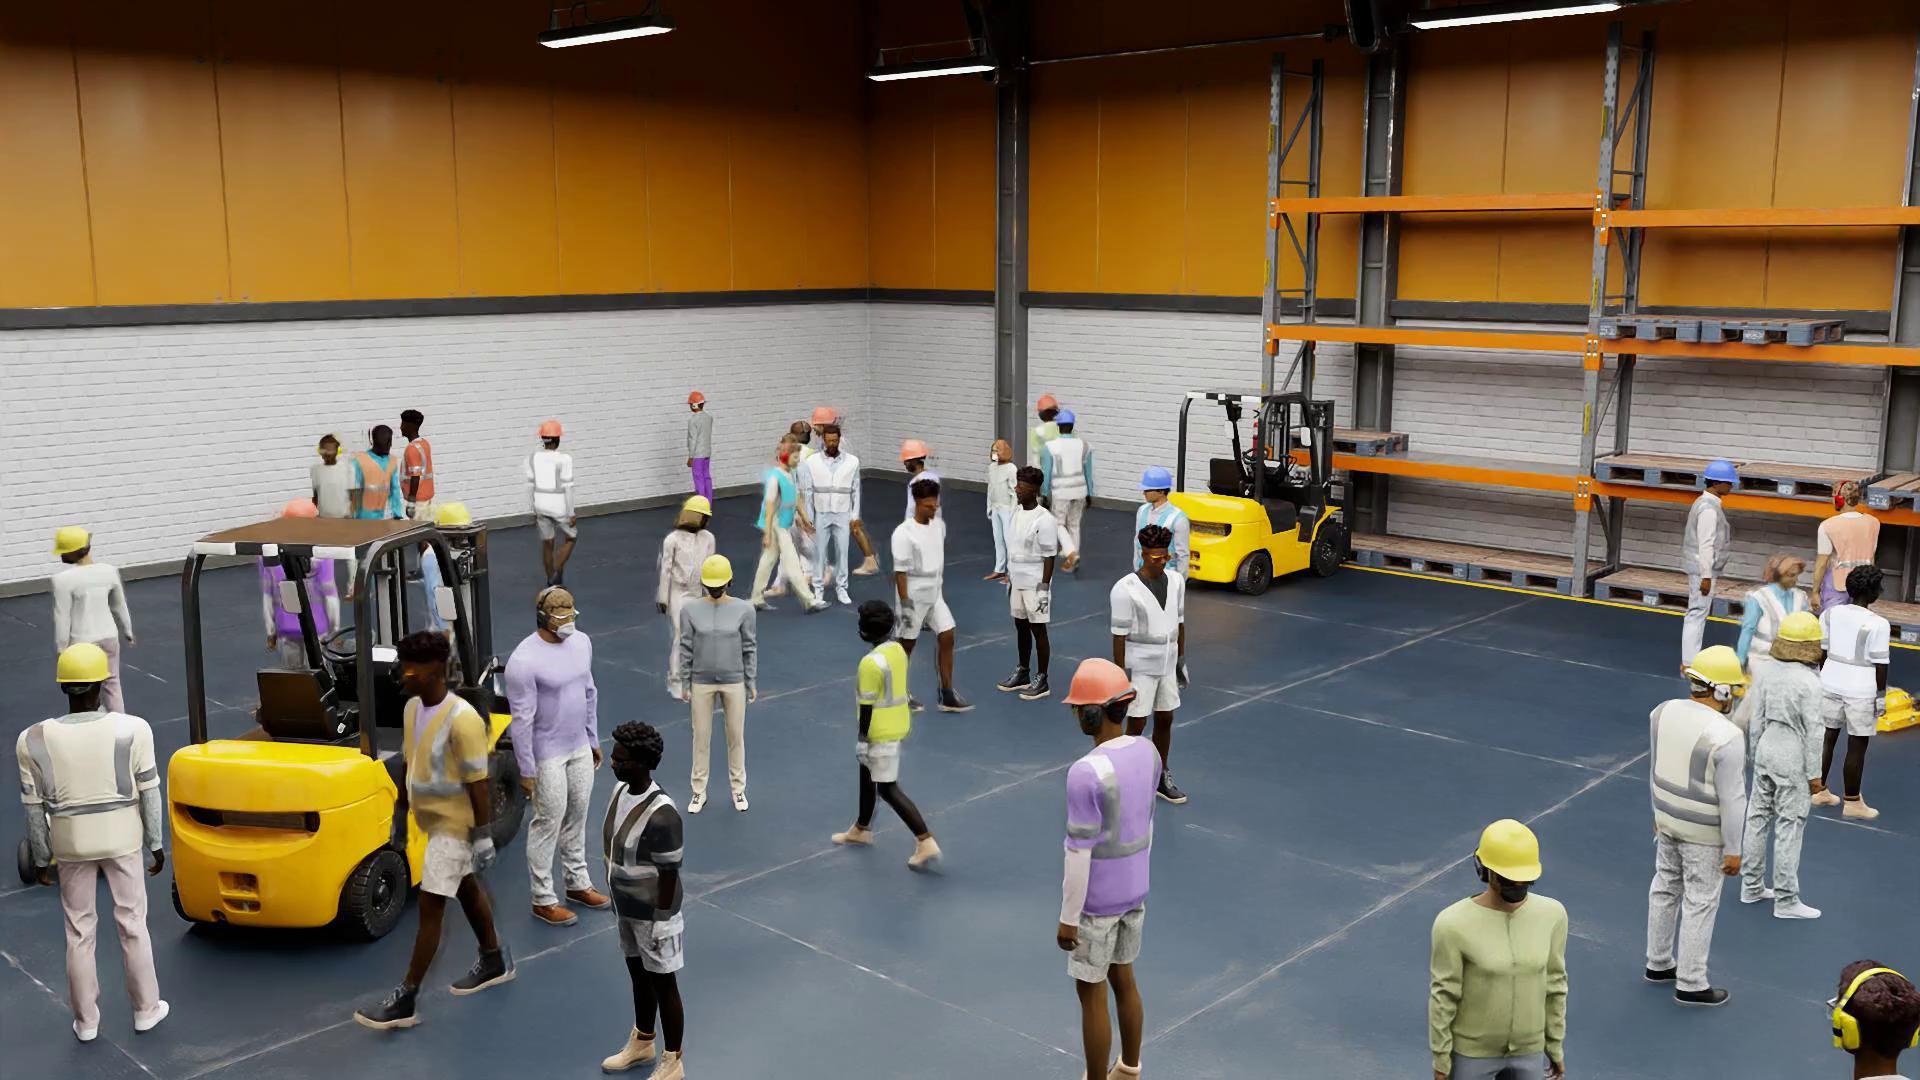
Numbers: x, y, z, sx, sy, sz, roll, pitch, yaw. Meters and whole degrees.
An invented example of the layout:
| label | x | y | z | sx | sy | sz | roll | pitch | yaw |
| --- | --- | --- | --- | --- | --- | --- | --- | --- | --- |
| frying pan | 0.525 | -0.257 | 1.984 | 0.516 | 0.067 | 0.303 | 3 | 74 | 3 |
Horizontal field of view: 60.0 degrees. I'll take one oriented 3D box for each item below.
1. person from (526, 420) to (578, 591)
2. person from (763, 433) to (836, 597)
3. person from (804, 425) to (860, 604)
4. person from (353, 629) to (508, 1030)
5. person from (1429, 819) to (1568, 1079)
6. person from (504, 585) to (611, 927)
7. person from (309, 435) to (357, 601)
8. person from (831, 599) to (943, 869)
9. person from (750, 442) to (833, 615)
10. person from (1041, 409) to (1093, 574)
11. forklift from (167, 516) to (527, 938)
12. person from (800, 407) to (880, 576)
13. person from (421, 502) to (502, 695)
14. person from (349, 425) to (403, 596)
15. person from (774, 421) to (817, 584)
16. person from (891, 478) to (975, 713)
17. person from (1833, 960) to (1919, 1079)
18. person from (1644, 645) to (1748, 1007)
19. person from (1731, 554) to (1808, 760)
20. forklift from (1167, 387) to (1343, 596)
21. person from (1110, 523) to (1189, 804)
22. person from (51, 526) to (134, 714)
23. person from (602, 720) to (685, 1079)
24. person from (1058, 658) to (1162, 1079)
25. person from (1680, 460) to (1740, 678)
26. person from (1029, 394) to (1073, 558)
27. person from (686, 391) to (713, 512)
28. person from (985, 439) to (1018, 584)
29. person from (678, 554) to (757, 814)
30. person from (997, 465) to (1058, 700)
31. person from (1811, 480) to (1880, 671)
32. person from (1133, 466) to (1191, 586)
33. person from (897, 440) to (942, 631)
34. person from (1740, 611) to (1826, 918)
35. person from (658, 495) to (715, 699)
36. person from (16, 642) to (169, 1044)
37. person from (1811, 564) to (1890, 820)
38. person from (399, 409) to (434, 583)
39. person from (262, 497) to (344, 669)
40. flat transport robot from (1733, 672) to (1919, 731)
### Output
| label | x | y | z | sx | sy | sz | roll | pitch | yaw |
| --- | --- | --- | --- | --- | --- | --- | --- | --- | --- |
| person | -4.393 | -0.341 | 18.014 | 0.572 | 1.923 | 0.402 | 3 | 10 | 16 |
| person | -1.739 | -0.288 | 18.112 | 0.871 | 1.800 | 0.538 | -5 | 11 | -28 |
| person | -1.350 | -0.270 | 17.631 | 0.590 | 1.920 | 0.398 | -1 | 10 | -8 |
| person | -2.635 | 1.393 | 8.141 | 0.949 | 1.921 | 0.636 | -9 | 13 | -41 |
| person | 1.951 | 1.850 | 6.027 | 0.515 | 1.760 | 0.331 | -2 | 10 | -10 |
| person | -2.248 | 1.193 | 9.290 | 0.384 | 1.928 | 0.634 | 5 | 11 | 26 |
| person | -6.606 | -0.193 | 17.521 | 0.500 | 1.826 | 0.944 | 0 | 10 | -2 |
| person | -0.443 | 1.169 | 10.207 | 0.822 | 1.664 | 0.548 | 3 | 11 | 19 |
| person | -1.755 | -0.114 | 17.098 | 0.968 | 1.782 | 0.604 | 1 | 10 | 7 |
| person | 1.272 | -0.533 | 19.111 | 0.630 | 1.924 | 0.662 | -4 | 11 | -23 |
| forklift | -3.583 | 0.976 | 9.748 | 1.214 | 2.155 | 2.313 | 2 | 10 | 11 |
| person | -1.440 | -0.538 | 19.008 | 1.119 | 1.981 | 0.620 | -3 | 10 | -14 |
| person | -3.987 | 0.581 | 13.177 | 0.949 | 1.780 | 0.618 | 4 | 11 | 23 |
| person | -6.265 | -0.297 | 17.923 | 0.851 | 1.866 | 0.628 | 3 | 11 | 19 |
| person | -1.792 | -0.426 | 18.735 | 0.634 | 1.841 | 0.429 | 8 | 13 | 40 |
| person | -0.221 | 0.469 | 13.365 | 0.838 | 1.930 | 0.650 | 8 | 13 | 39 |
| person | 2.437 | 2.062 | 4.551 | 0.510 | 1.854 | 0.324 | -2 | 10 | -11 |
| person | 3.678 | 1.420 | 8.298 | 0.403 | 1.821 | 0.600 | -3 | 10 | -16 |
| person | 5.863 | 0.880 | 12.003 | 0.519 | 1.587 | 0.861 | -5 | 11 | -25 |
| forklift | 3.298 | -0.608 | 18.767 | 1.214 | 2.155 | 2.313 | 9 | 13 | 42 |
| person | 1.282 | 0.846 | 11.196 | 0.615 | 1.951 | 0.388 | -7 | 12 | -34 |
| person | -6.399 | 0.748 | 12.352 | 0.381 | 1.749 | 0.655 | 5 | 11 | 25 |
| person | -1.417 | 1.631 | 7.436 | 0.319 | 1.697 | 0.533 | -7 | 12 | -36 |
| person | 0.609 | 1.509 | 7.187 | 0.411 | 2.033 | 0.613 | 7 | 12 | 36 |
| person | 6.546 | 0.258 | 14.566 | 0.412 | 1.941 | 0.609 | 4 | 11 | 22 |
| person | 1.120 | -0.789 | 20.432 | 0.621 | 1.989 | 1.097 | -4 | 11 | -22 |
| person | -3.707 | -1.236 | 23.591 | 0.321 | 1.754 | 0.563 | 3 | 11 | 19 |
| person | 0.480 | -0.326 | 18.793 | 0.278 | 1.627 | 0.505 | -7 | 12 | -35 |
| person | -1.612 | 0.956 | 11.108 | 0.524 | 1.760 | 0.327 | -1 | 10 | -6 |
| person | 0.575 | 0.348 | 13.977 | 0.368 | 1.966 | 0.602 | -6 | 12 | -30 |
| person | 7.407 | 0.419 | 13.948 | 0.560 | 1.836 | 0.394 | -2 | 10 | -13 |
| person | 1.687 | 0.337 | 14.101 | 0.402 | 1.944 | 0.605 | -7 | 12 | -35 |
| person | -0.420 | -0.032 | 16.296 | 0.642 | 1.904 | 0.567 | 3 | 10 | 18 |
| person | 4.690 | 1.259 | 9.421 | 0.304 | 1.745 | 0.483 | -3 | 10 | -16 |
| person | -2.278 | 0.476 | 13.977 | 0.553 | 1.706 | 0.514 | 8 | 13 | 39 |
| person | -4.099 | 1.434 | 7.903 | 0.585 | 1.927 | 0.366 | -4 | 11 | -21 |
| person | 5.920 | 0.998 | 11.040 | 0.318 | 1.695 | 0.539 | -3 | 11 | -19 |
| person | -6.146 | -0.502 | 18.811 | 0.367 | 1.966 | 0.607 | -1 | 10 | -7 |
| person | -4.909 | 0.642 | 12.435 | 0.565 | 1.920 | 0.462 | 2 | 10 | 9 |
| flat transport robot | 7.081 | 1.259 | 13.613 | 0.652 | 0.197 | 1.431 | -6 | 12 | -32 |
